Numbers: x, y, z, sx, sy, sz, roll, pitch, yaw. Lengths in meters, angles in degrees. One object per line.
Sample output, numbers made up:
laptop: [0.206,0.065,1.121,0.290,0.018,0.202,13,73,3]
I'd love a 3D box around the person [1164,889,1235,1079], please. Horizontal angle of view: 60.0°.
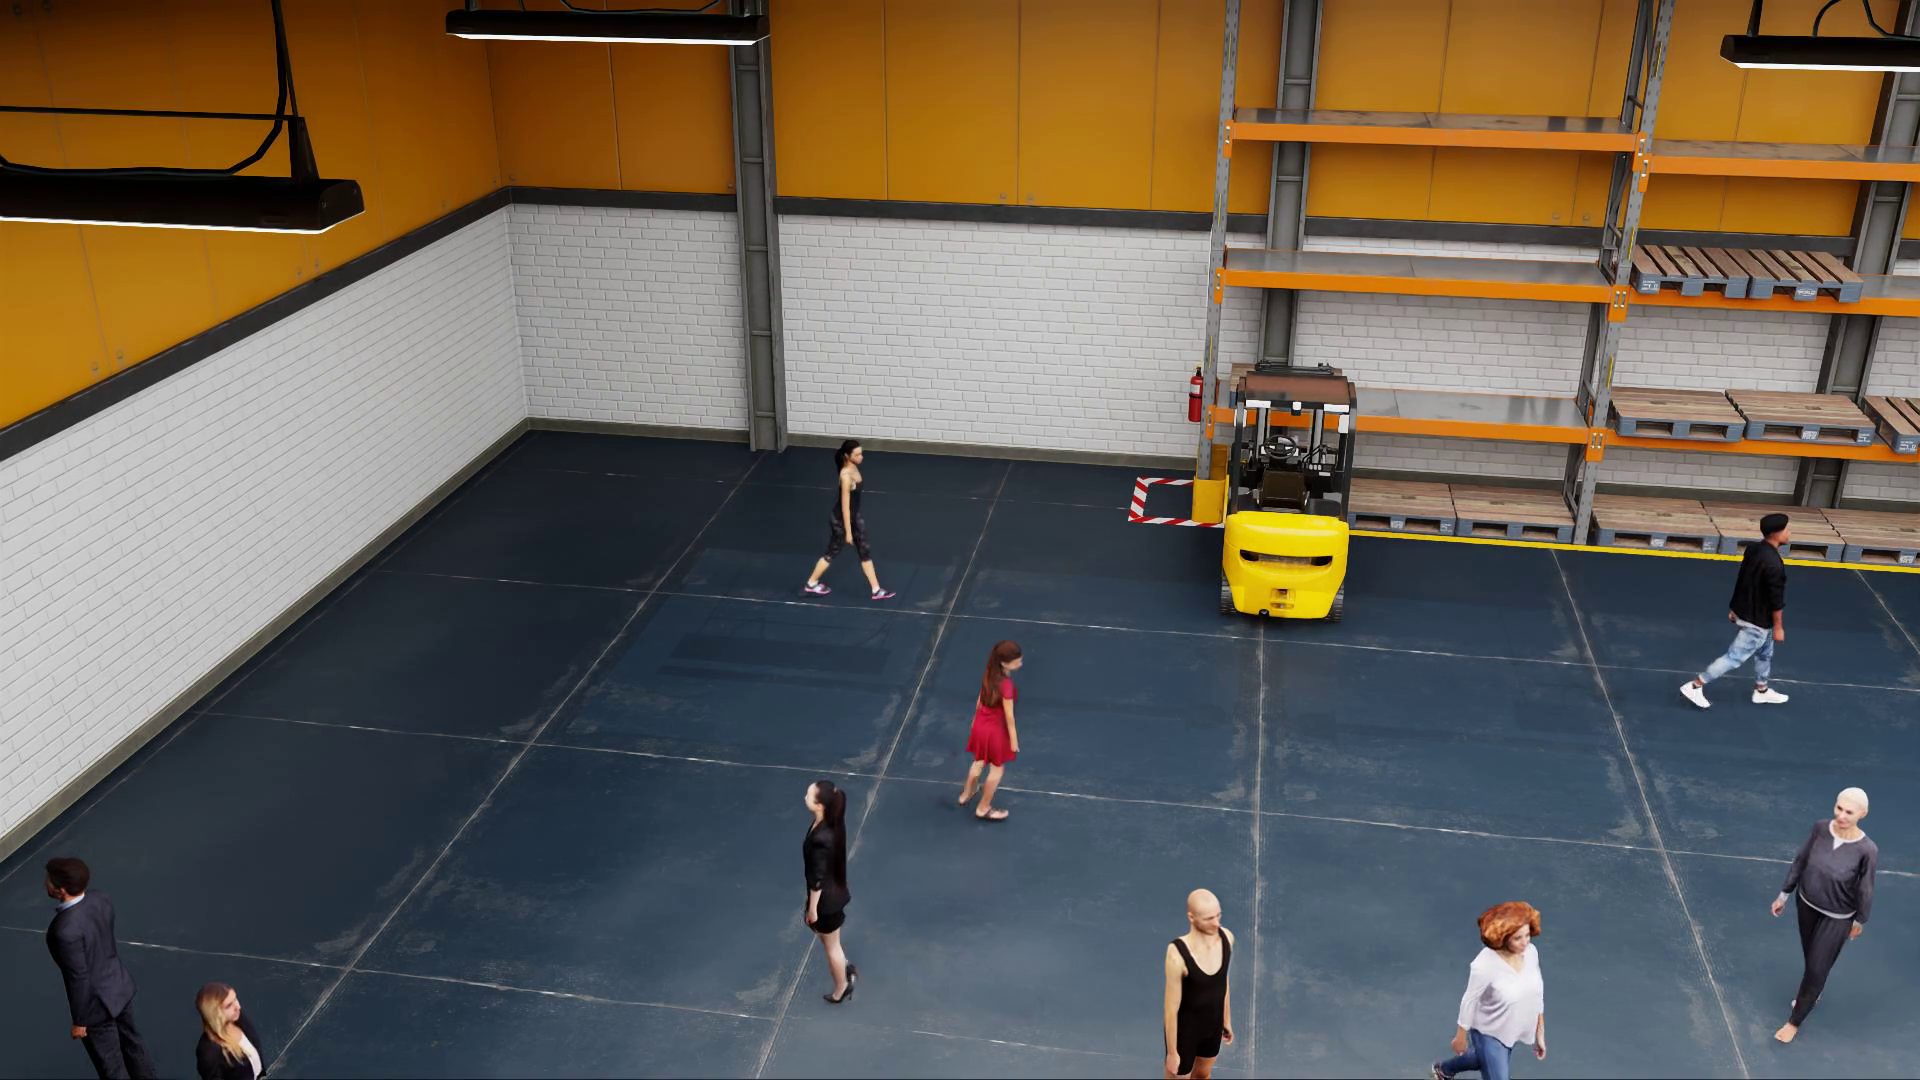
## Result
person: [1.305,2.723,9.286,0.710,1.816,0.742,-19,30,-36]

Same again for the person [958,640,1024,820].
person: [0.212,1.430,12.609,0.863,1.522,0.828,-19,30,-37]

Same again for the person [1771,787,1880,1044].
person: [5.495,2.271,10.463,1.026,1.701,0.943,-12,27,-26]

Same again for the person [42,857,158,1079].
person: [-4.926,2.602,9.495,0.658,1.871,0.679,-1,24,-2]

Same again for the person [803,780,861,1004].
person: [-0.754,2.248,10.535,0.598,1.686,0.624,2,24,6]

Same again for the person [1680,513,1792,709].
person: [6.643,0.639,14.099,1.167,1.780,0.701,3,24,7]

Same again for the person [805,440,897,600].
person: [-1.192,-0.165,16.088,1.149,1.658,0.637,3,24,7]

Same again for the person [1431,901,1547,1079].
person: [2.987,2.718,9.457,1.110,1.687,1.112,-13,27,-27]
